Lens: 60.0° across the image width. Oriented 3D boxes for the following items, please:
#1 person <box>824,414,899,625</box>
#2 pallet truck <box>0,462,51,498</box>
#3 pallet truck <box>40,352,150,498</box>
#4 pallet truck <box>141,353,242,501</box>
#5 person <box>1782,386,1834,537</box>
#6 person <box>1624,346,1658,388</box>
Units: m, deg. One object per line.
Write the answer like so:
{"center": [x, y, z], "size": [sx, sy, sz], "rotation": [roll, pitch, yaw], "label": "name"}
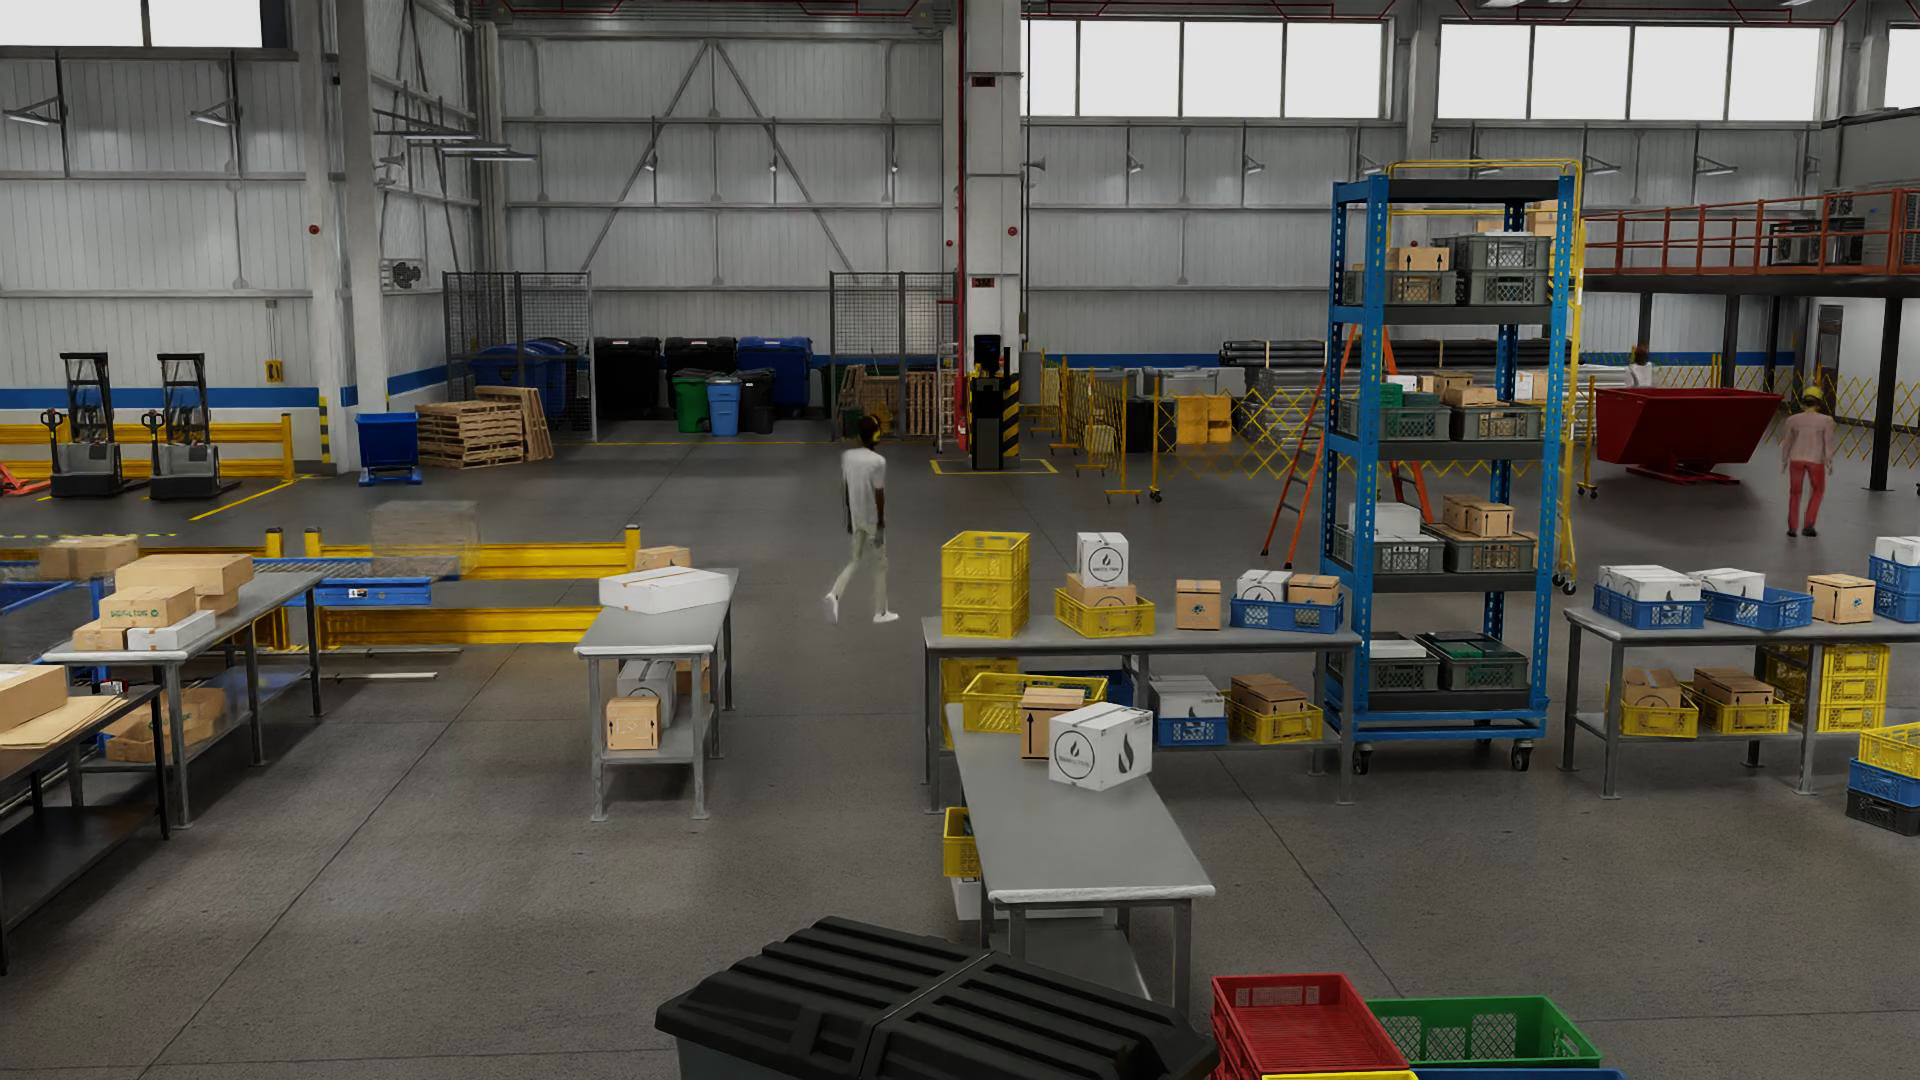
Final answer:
{"center": [-0.844, -0.162, 14.330], "size": [0.522, 1.854, 0.746], "rotation": [7, 11, 37], "label": "person"}
{"center": [-13.193, -1.293, 23.148], "size": [0.653, 1.274, 1.630], "rotation": [-1, 9, -4], "label": "pallet truck"}
{"center": [-11.907, -1.642, 23.165], "size": [0.823, 1.965, 1.885], "rotation": [0, 9, 0], "label": "pallet truck"}
{"center": [-10.520, -1.604, 22.925], "size": [0.823, 1.965, 1.885], "rotation": [-1, 9, -6], "label": "pallet truck"}
{"center": [9.825, -0.902, 19.272], "size": [0.556, 1.754, 0.377], "rotation": [9, 12, 43], "label": "person"}
{"center": [11.477, -2.344, 28.021], "size": [0.667, 1.854, 0.441], "rotation": [-1, 9, -7], "label": "person"}
